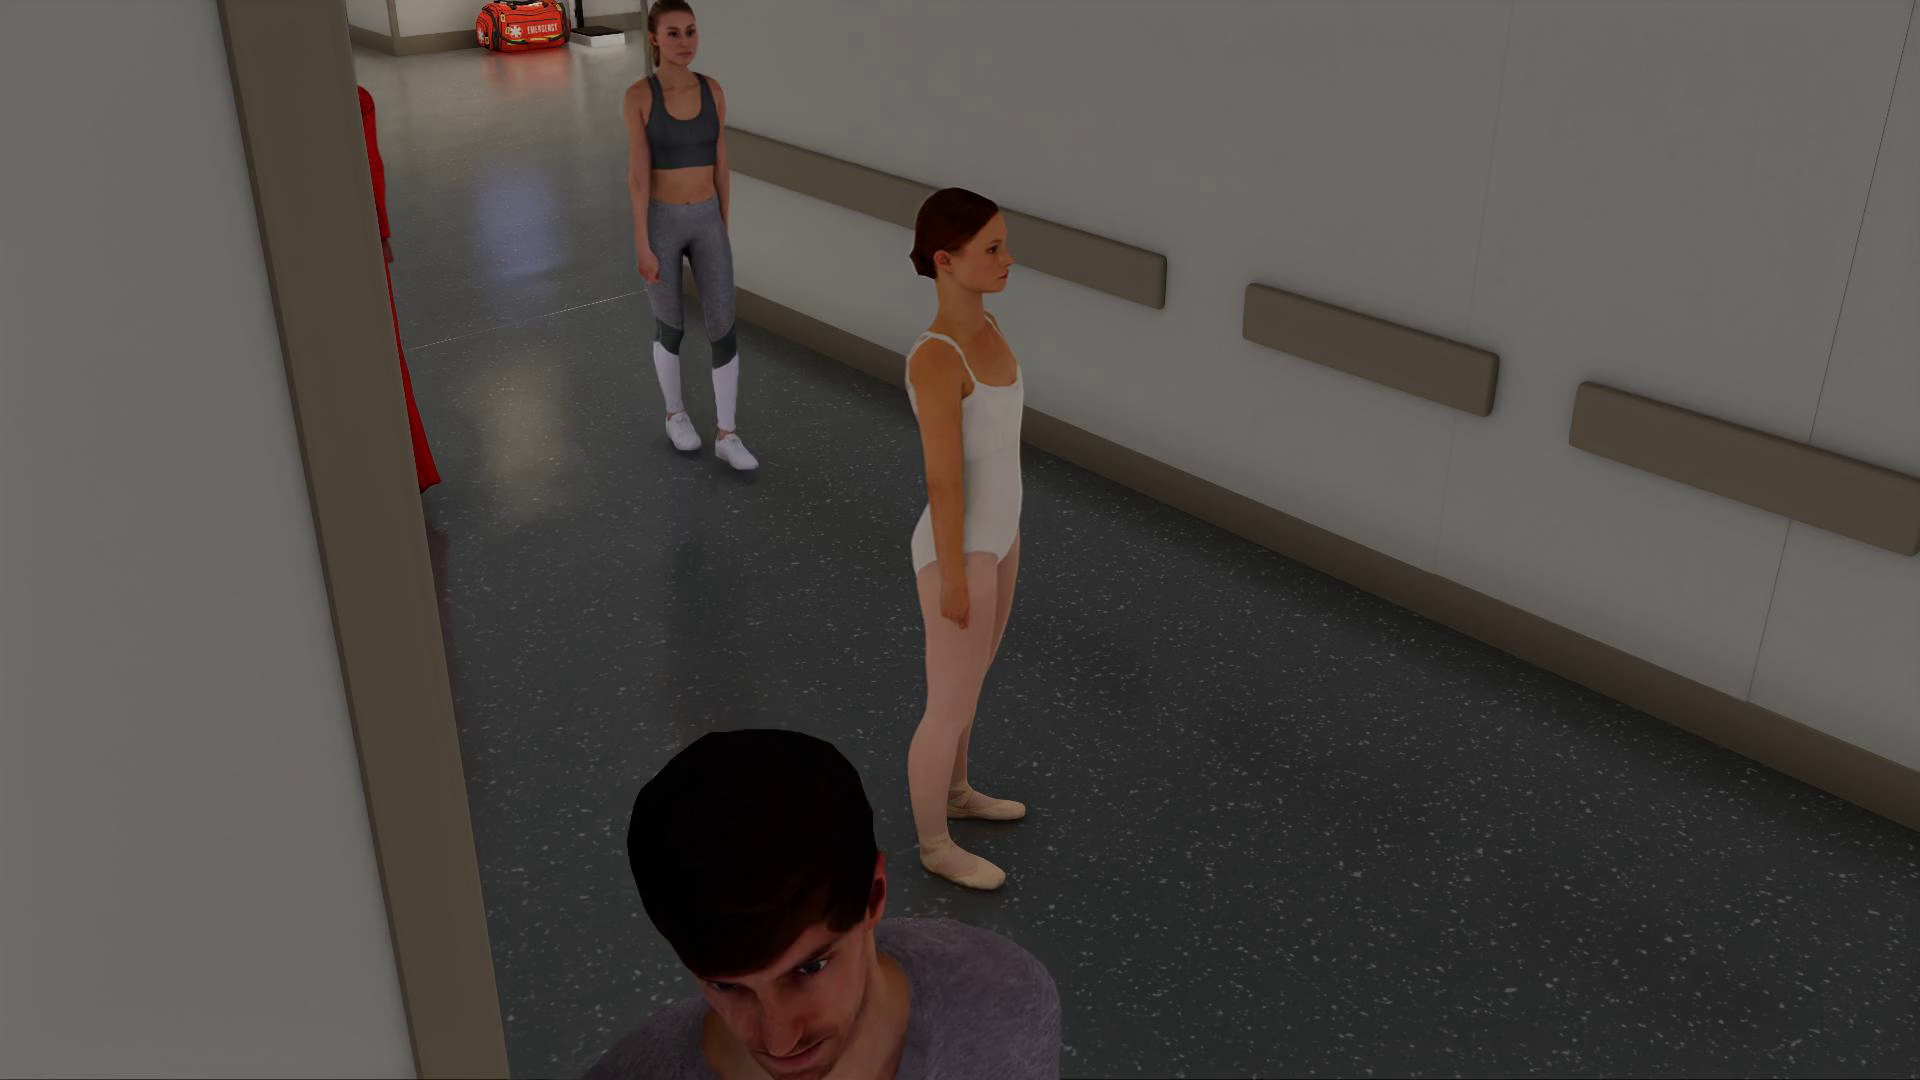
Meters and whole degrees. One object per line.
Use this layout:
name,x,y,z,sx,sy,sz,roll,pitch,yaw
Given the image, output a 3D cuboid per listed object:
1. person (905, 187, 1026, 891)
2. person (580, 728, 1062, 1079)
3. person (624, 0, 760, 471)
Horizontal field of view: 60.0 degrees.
person,0.007,0.013,3.801,0.679,1.644,0.590,6,26,12
person,-0.139,0.911,1.733,0.758,1.822,0.828,-15,30,-29
person,-1.054,-1.121,6.111,0.827,1.680,0.736,-13,29,-25
